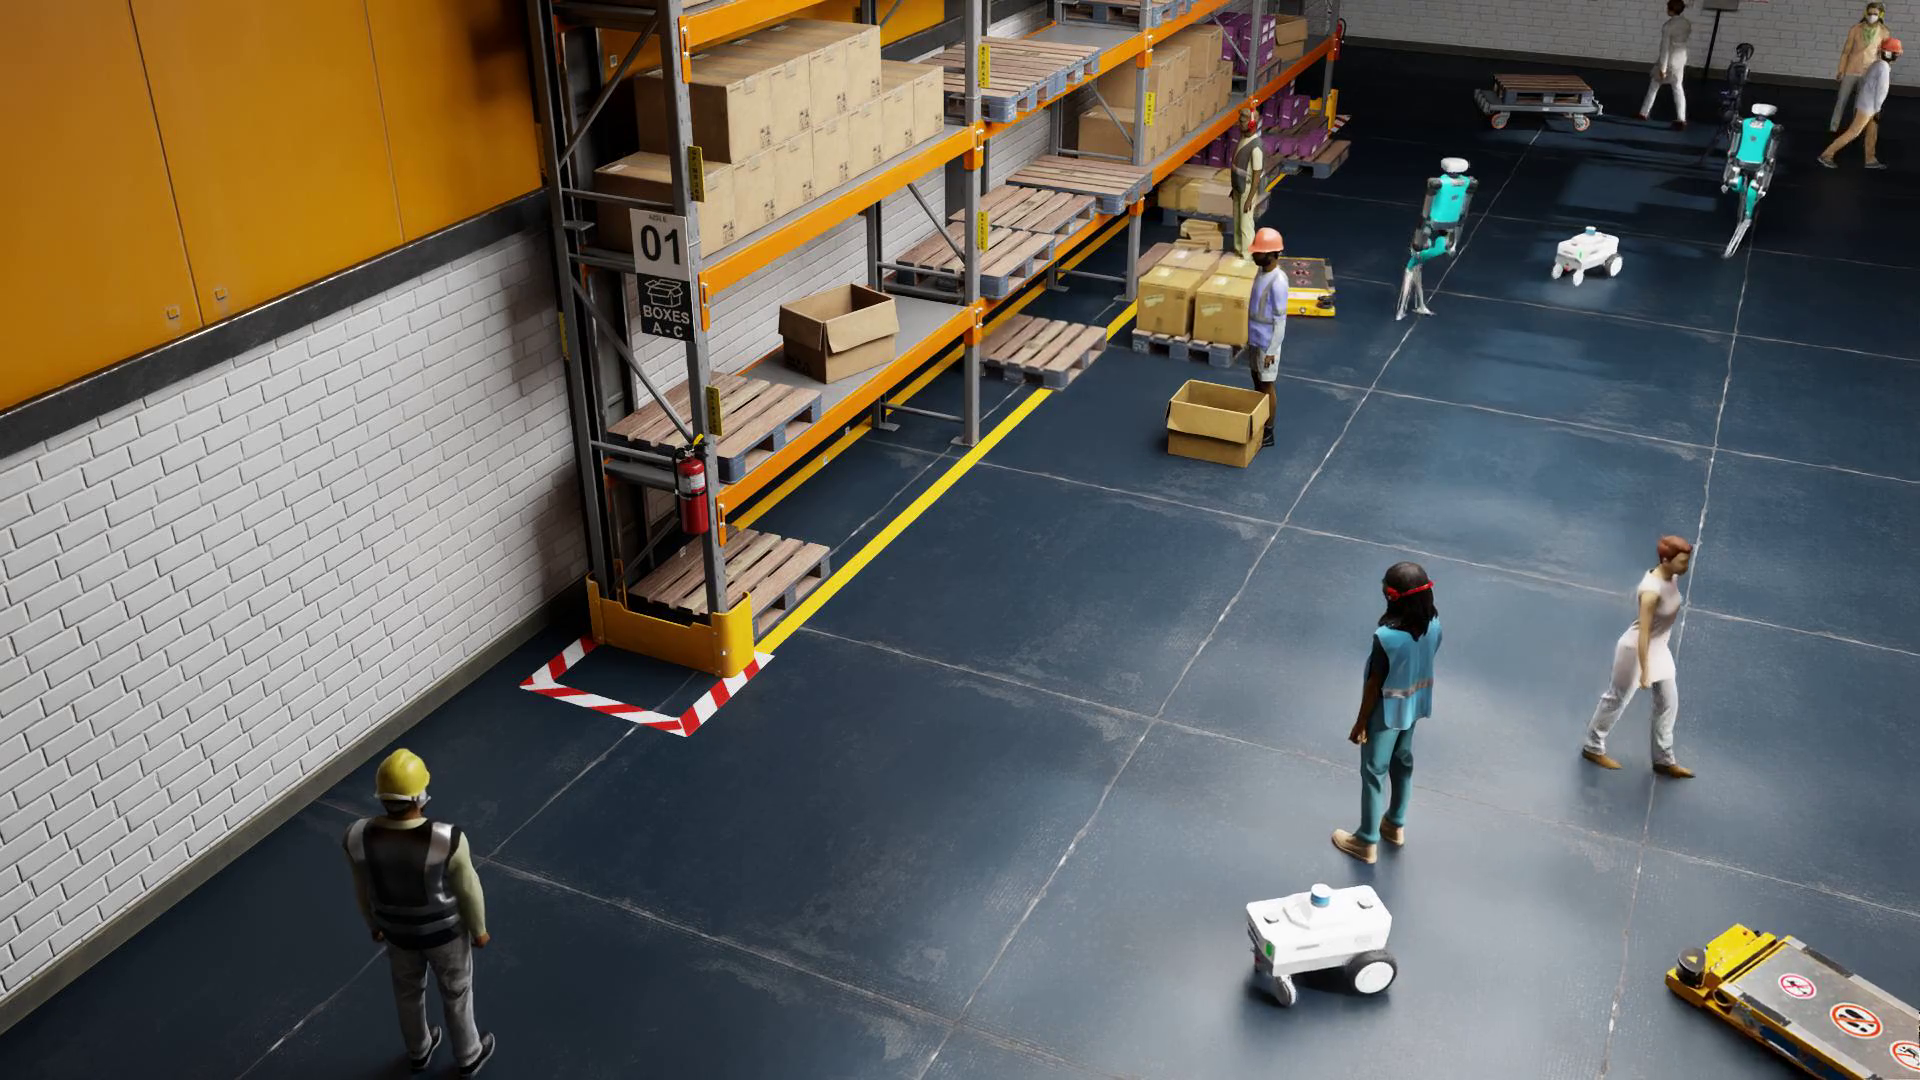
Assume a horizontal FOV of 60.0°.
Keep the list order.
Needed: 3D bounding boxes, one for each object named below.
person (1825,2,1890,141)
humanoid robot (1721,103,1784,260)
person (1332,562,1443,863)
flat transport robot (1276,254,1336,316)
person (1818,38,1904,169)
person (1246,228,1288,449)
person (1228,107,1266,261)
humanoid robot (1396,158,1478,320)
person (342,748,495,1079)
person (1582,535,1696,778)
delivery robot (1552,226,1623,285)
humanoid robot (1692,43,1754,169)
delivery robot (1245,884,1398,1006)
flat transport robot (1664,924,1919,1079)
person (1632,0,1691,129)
[{"bbox_3d":[12.515,-6.525,23.138,0.564,1.875,0.391,14,31,25],"label":"person"},{"bbox_3d":[8.990,-4.115,18.848,0.531,1.778,0.999,21,35,34],"label":"humanoid robot"},{"bbox_3d":[2.407,0.966,9.266,0.498,1.861,0.393,-19,34,-32],"label":"person"},{"bbox_3d":[3.649,-2.732,17.794,0.659,0.231,1.431,4,29,7],"label":"flat transport robot"},{"bbox_3d":[11.892,-5.723,21.816,0.837,1.718,0.568,11,30,19],"label":"person"},{"bbox_3d":[2.559,-1.713,14.155,0.379,1.933,0.548,-4,29,-7],"label":"person"},{"bbox_3d":[3.100,-3.774,18.065,0.390,1.846,0.565,-5,29,-9],"label":"person"},{"bbox_3d":[4.748,-3.060,16.862,0.540,1.766,0.805,-7,29,-13],"label":"humanoid robot"},{"bbox_3d":[-2.508,1.777,7.802,0.595,1.821,0.403,2,28,4],"label":"person"},{"bbox_3d":[4.193,0.733,9.927,0.738,1.630,0.468,25,37,38],"label":"person"},{"bbox_3d":[6.887,-3.140,18.255,0.796,0.601,0.499,-19,34,-31],"label":"delivery robot"},{"bbox_3d":[10.155,-5.679,21.815,0.755,1.623,0.609,5,29,9],"label":"humanoid robot"},{"bbox_3d":[1.884,2.059,8.628,0.785,0.614,0.525,-6,29,-11],"label":"delivery robot"},{"bbox_3d":[4.330,2.418,8.244,0.659,0.231,1.431,-19,34,-31],"label":"flat transport robot"},{"bbox_3d":[10.170,-6.819,23.790,0.513,1.776,1.007,-9,29,-15],"label":"person"}]
